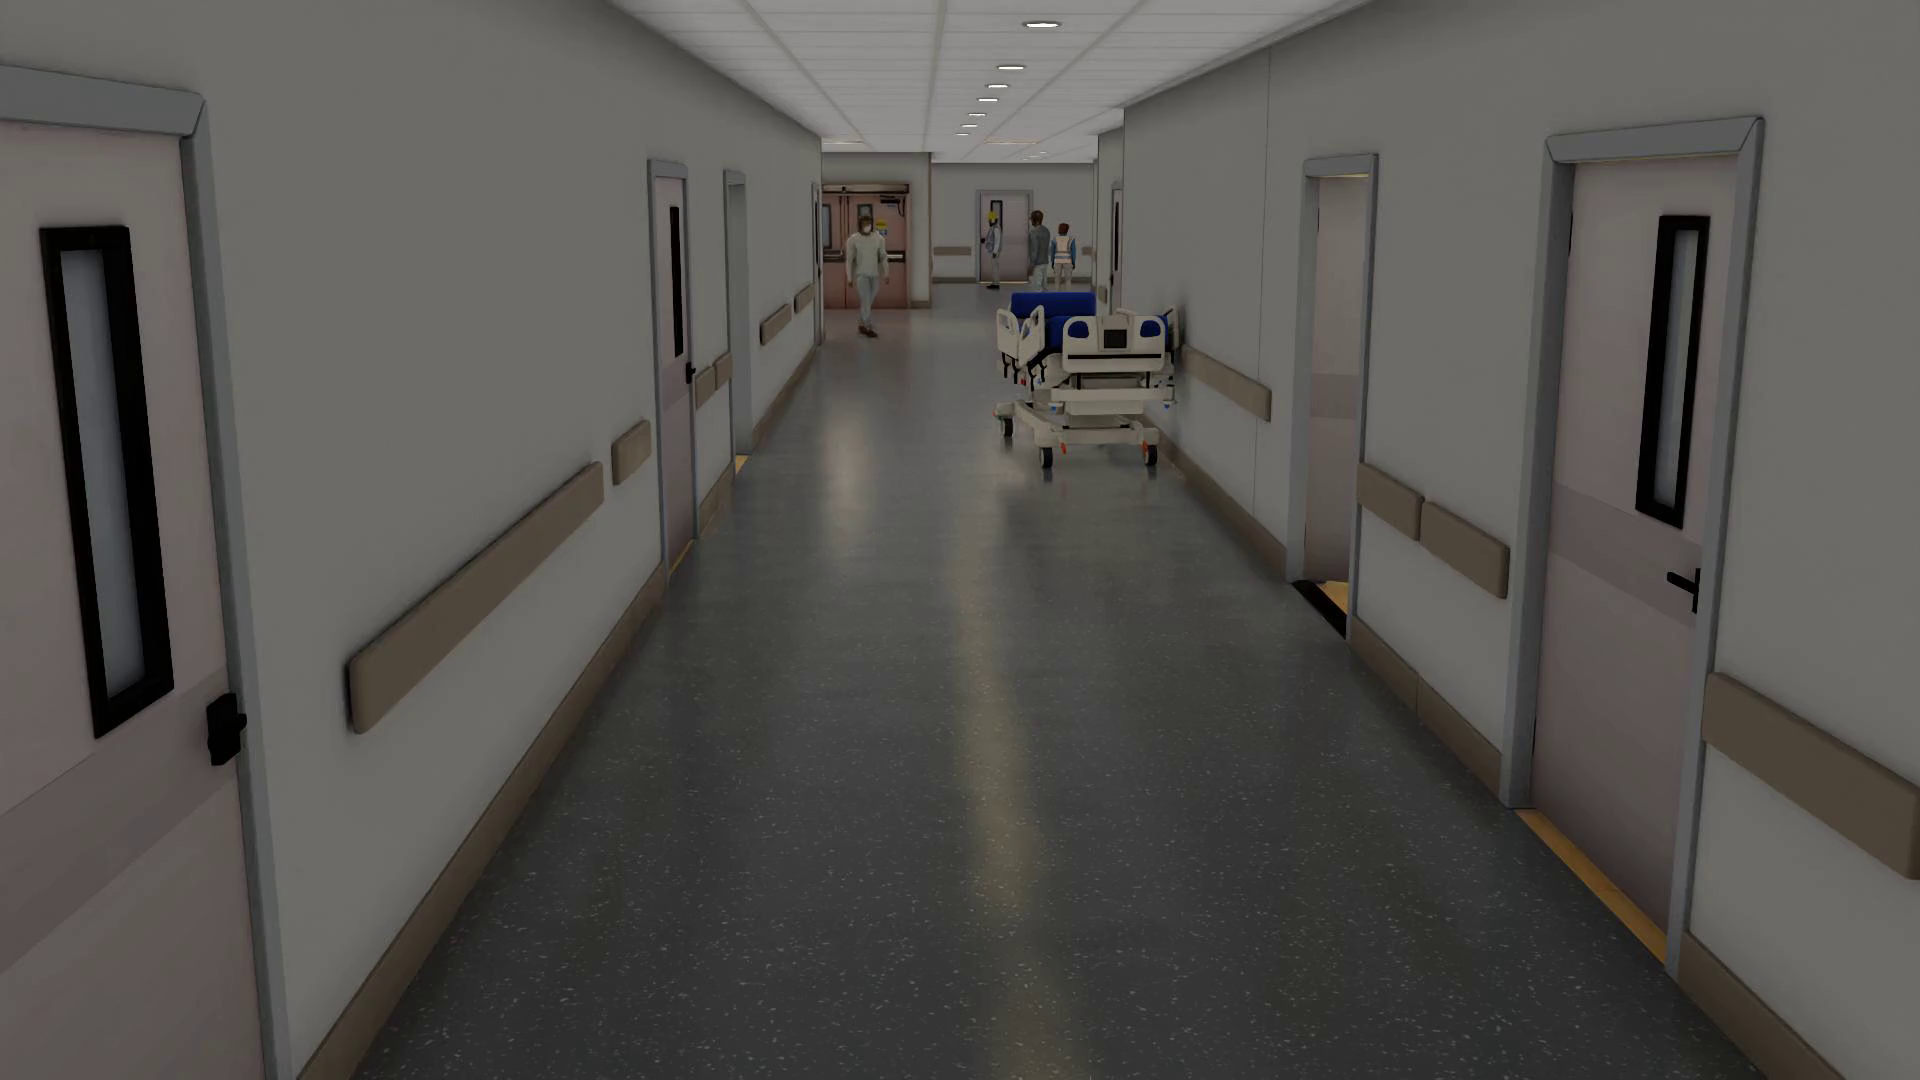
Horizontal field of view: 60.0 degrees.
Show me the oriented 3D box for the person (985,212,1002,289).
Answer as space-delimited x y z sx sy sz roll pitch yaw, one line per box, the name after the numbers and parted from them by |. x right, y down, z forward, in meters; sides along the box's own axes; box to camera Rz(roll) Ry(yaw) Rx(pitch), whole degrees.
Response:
0.800 -6.881 39.557 0.403 1.823 0.586 -1 12 -4 | person

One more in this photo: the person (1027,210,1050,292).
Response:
1.353 -4.770 28.987 0.370 1.941 0.627 6 13 26 | person

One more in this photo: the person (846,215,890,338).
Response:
-1.467 -4.127 25.990 0.634 1.896 1.001 -6 13 -26 | person

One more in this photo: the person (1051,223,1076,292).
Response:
2.107 -5.642 33.974 0.517 1.636 0.314 3 12 16 | person
